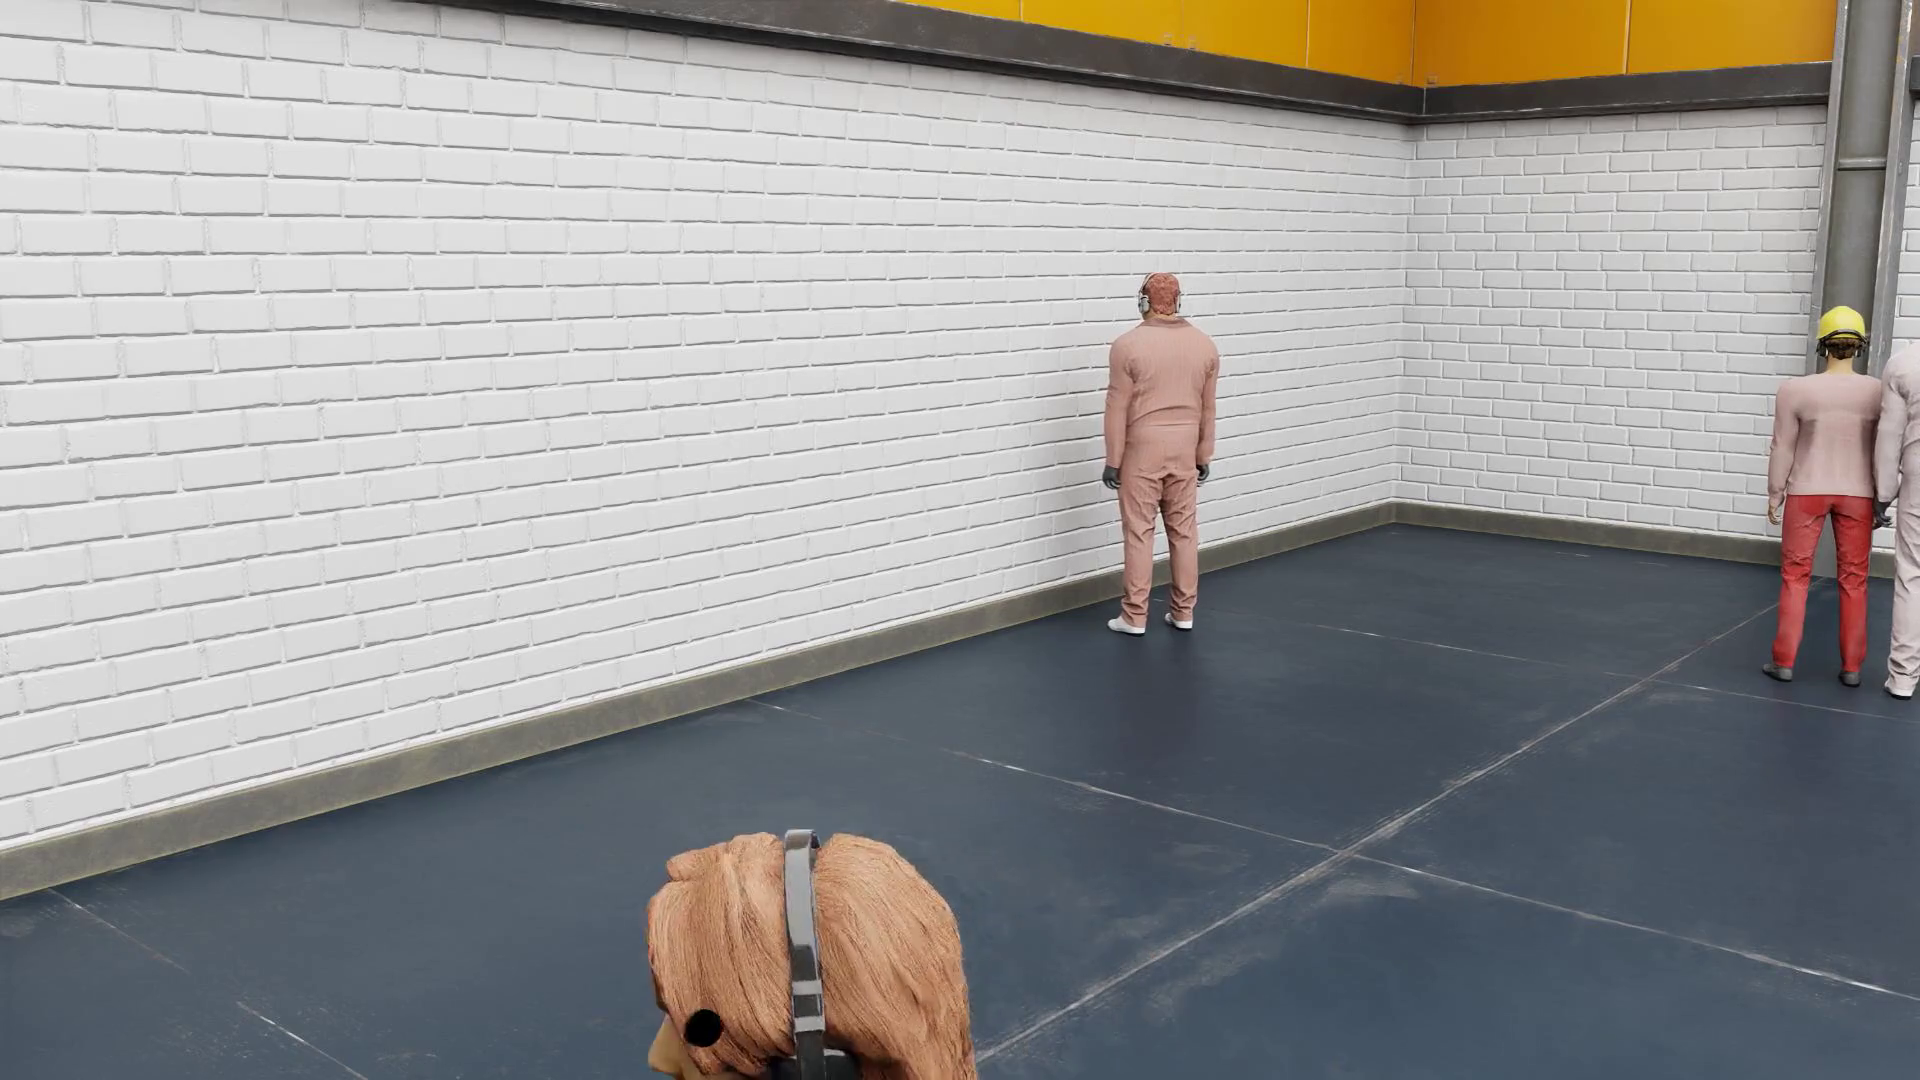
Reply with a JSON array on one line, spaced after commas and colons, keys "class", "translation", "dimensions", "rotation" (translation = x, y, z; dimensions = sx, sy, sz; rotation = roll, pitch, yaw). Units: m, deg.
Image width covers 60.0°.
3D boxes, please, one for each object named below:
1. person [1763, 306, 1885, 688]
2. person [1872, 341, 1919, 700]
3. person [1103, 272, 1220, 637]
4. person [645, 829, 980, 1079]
[{"class": "person", "translation": [4.036, -0.200, 7.736], "dimensions": [0.521, 1.758, 0.349], "rotation": [3, 11, 19]}, {"class": "person", "translation": [4.411, -0.210, 7.374], "dimensions": [0.642, 1.905, 0.401], "rotation": [7, 12, 35]}, {"class": "person", "translation": [1.034, -0.447, 8.740], "dimensions": [0.637, 1.900, 0.404], "rotation": [-5, 11, -24]}, {"class": "person", "translation": [-0.080, 1.001, 1.279], "dimensions": [0.369, 1.626, 0.520], "rotation": [-1, 10, -6]}]
